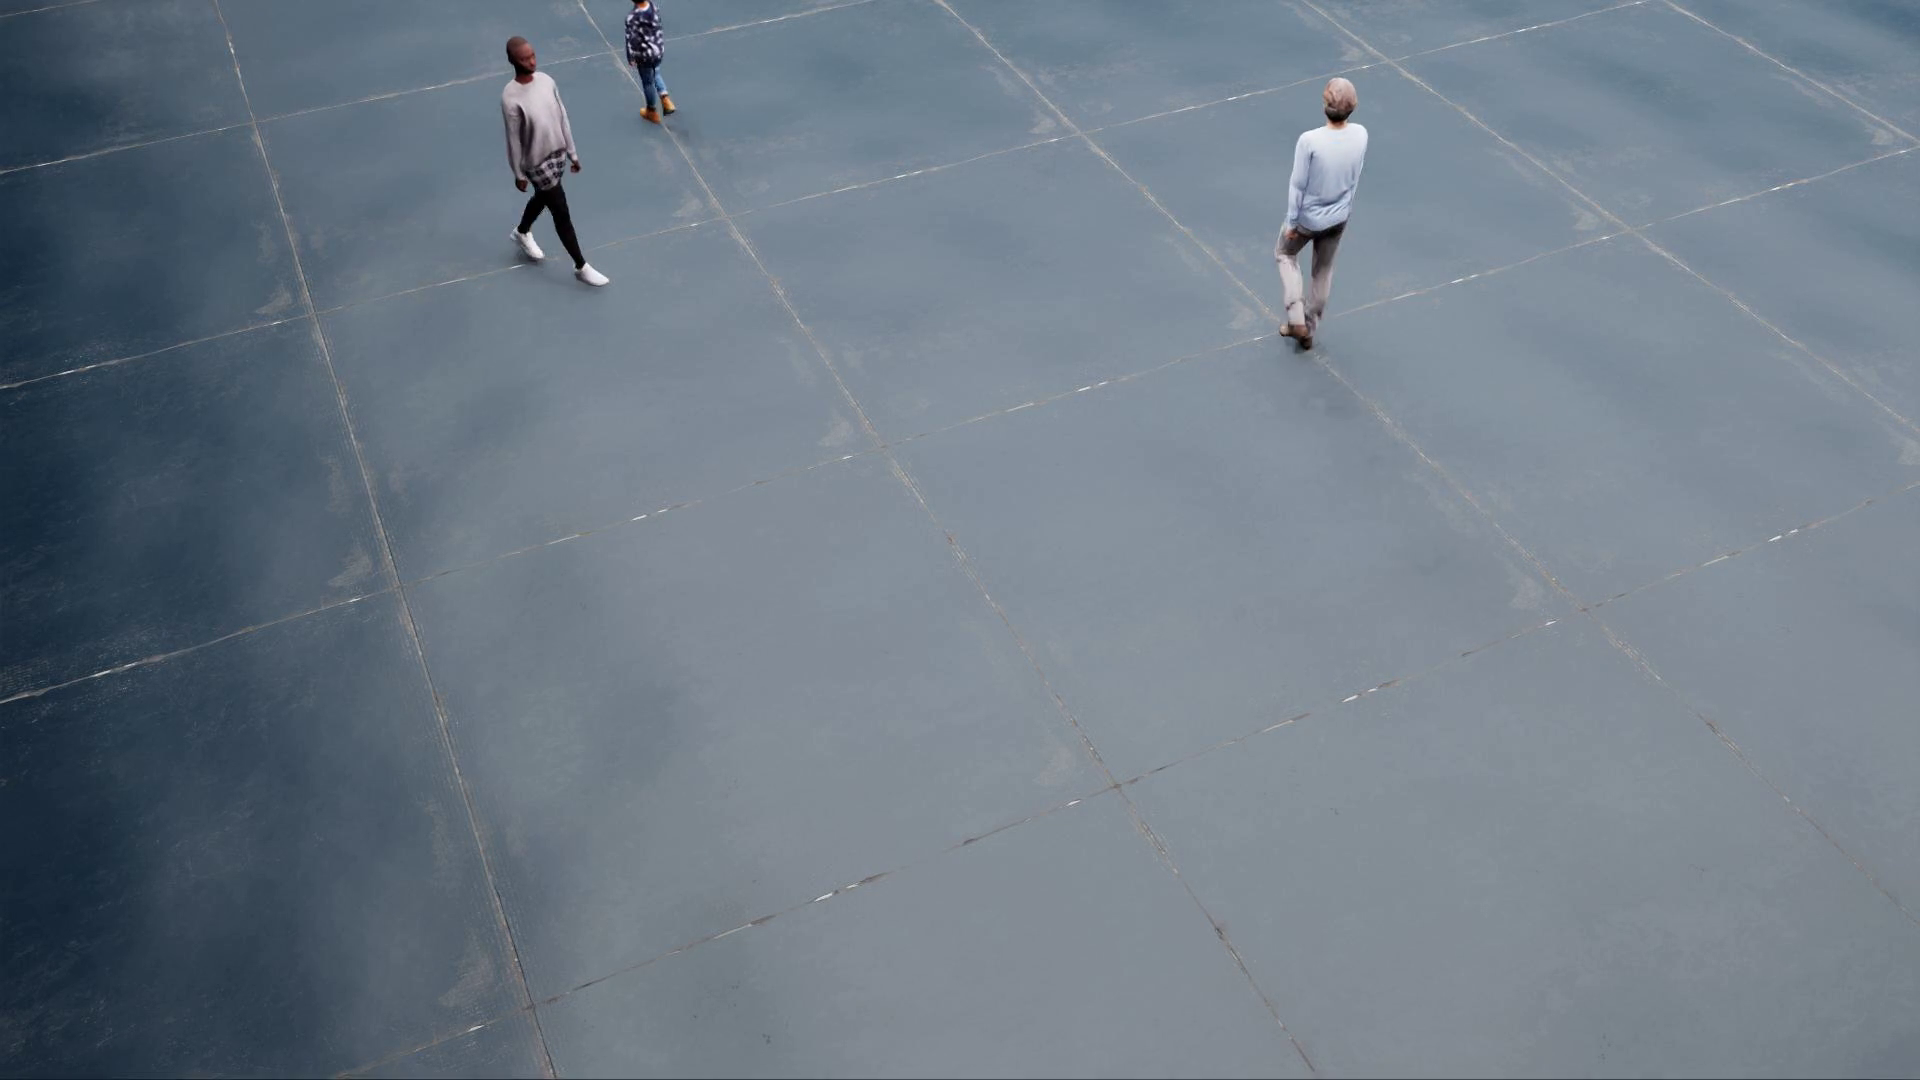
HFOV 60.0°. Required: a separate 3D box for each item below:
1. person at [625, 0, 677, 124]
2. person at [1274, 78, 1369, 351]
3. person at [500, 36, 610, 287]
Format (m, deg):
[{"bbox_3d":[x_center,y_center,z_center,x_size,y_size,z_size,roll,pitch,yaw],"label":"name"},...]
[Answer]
[{"bbox_3d":[-2.427,-3.854,13.073,0.674,1.246,0.609,31,51,29],"label":"person"},{"bbox_3d":[2.315,-1.995,10.556,0.752,1.878,0.785,-7,43,-8],"label":"person"},{"bbox_3d":[-2.908,-2.596,11.322,1.224,1.739,1.042,22,47,23],"label":"person"}]
